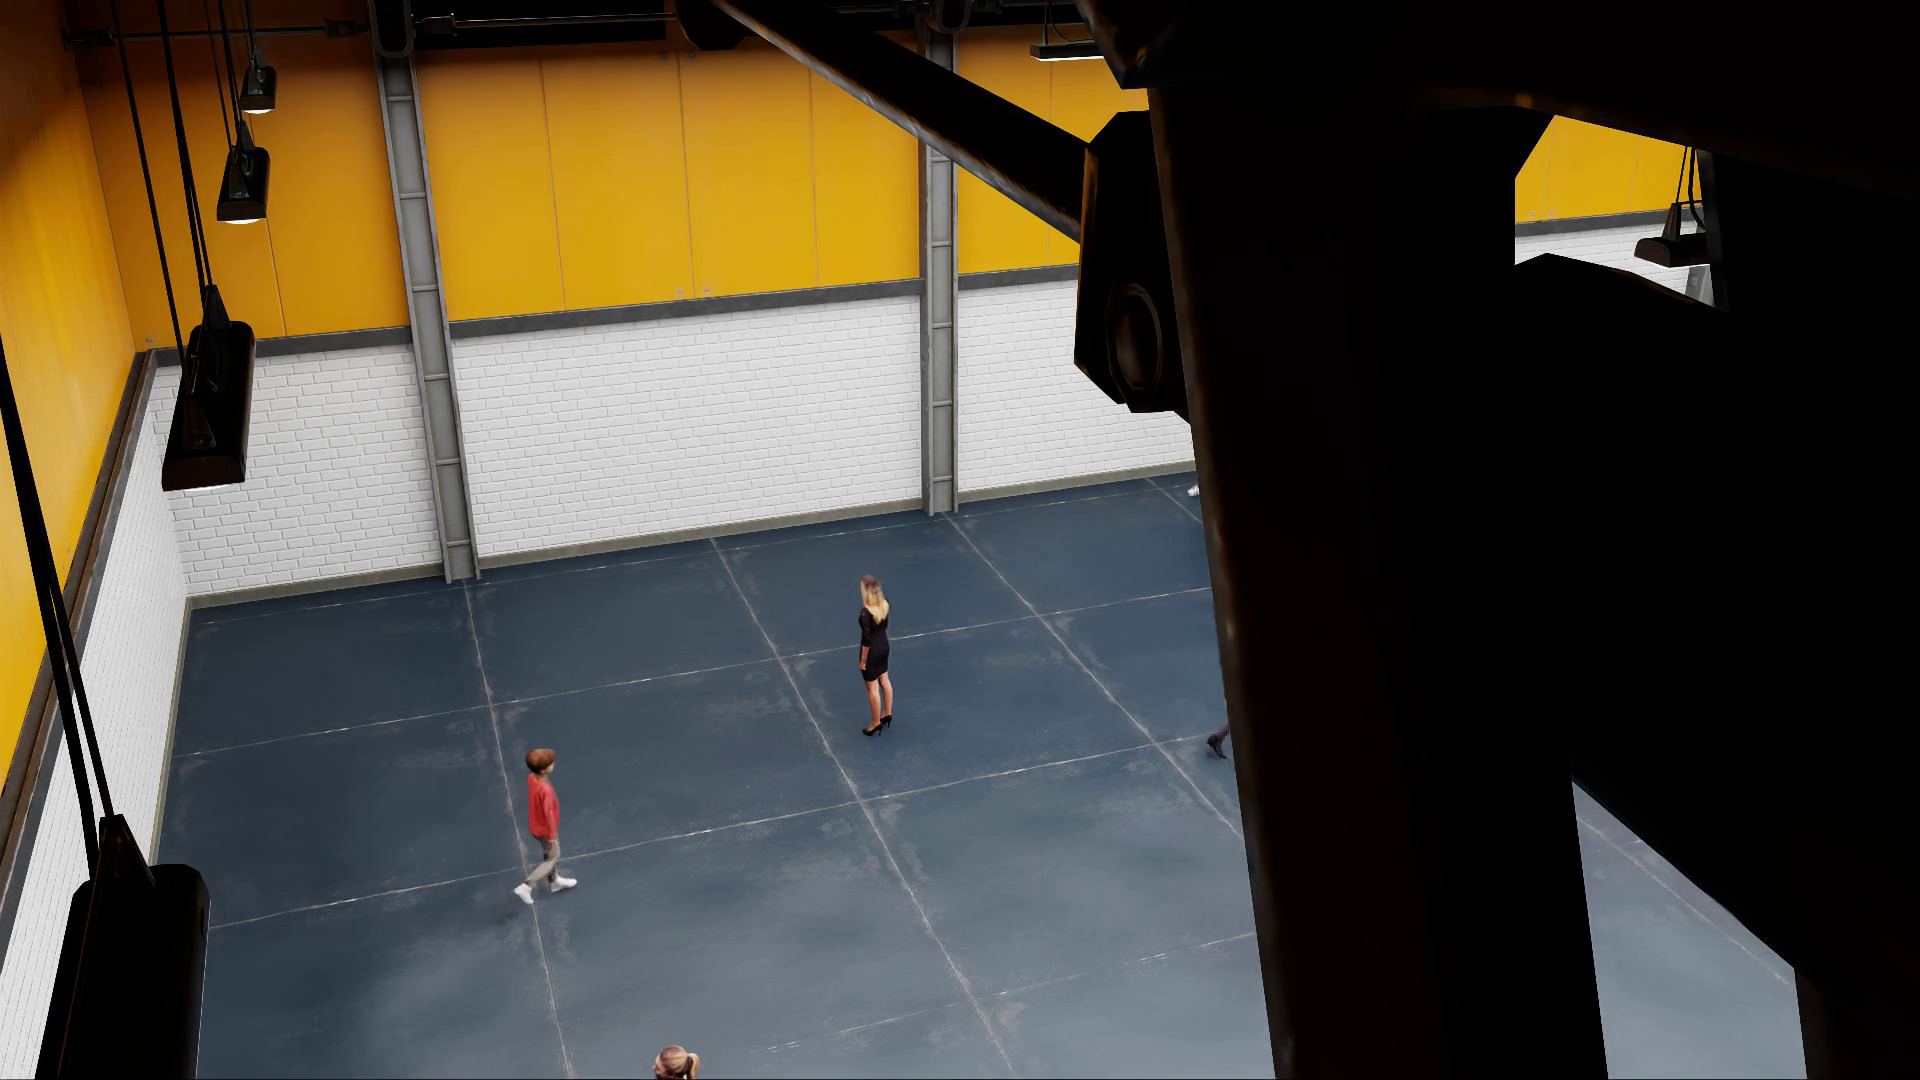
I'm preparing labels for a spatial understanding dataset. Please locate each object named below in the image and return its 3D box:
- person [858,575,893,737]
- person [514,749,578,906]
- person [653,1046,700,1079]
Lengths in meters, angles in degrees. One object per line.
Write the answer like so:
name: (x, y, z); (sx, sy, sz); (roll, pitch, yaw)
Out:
person: (-0.824, 1.105, 16.069); (0.680, 1.675, 0.597); (13, 27, 28)
person: (-3.457, 2.351, 13.562); (0.852, 1.399, 0.666); (-17, 29, -34)
person: (-1.651, 3.741, 10.005); (0.580, 1.702, 0.586); (-3, 24, -7)
